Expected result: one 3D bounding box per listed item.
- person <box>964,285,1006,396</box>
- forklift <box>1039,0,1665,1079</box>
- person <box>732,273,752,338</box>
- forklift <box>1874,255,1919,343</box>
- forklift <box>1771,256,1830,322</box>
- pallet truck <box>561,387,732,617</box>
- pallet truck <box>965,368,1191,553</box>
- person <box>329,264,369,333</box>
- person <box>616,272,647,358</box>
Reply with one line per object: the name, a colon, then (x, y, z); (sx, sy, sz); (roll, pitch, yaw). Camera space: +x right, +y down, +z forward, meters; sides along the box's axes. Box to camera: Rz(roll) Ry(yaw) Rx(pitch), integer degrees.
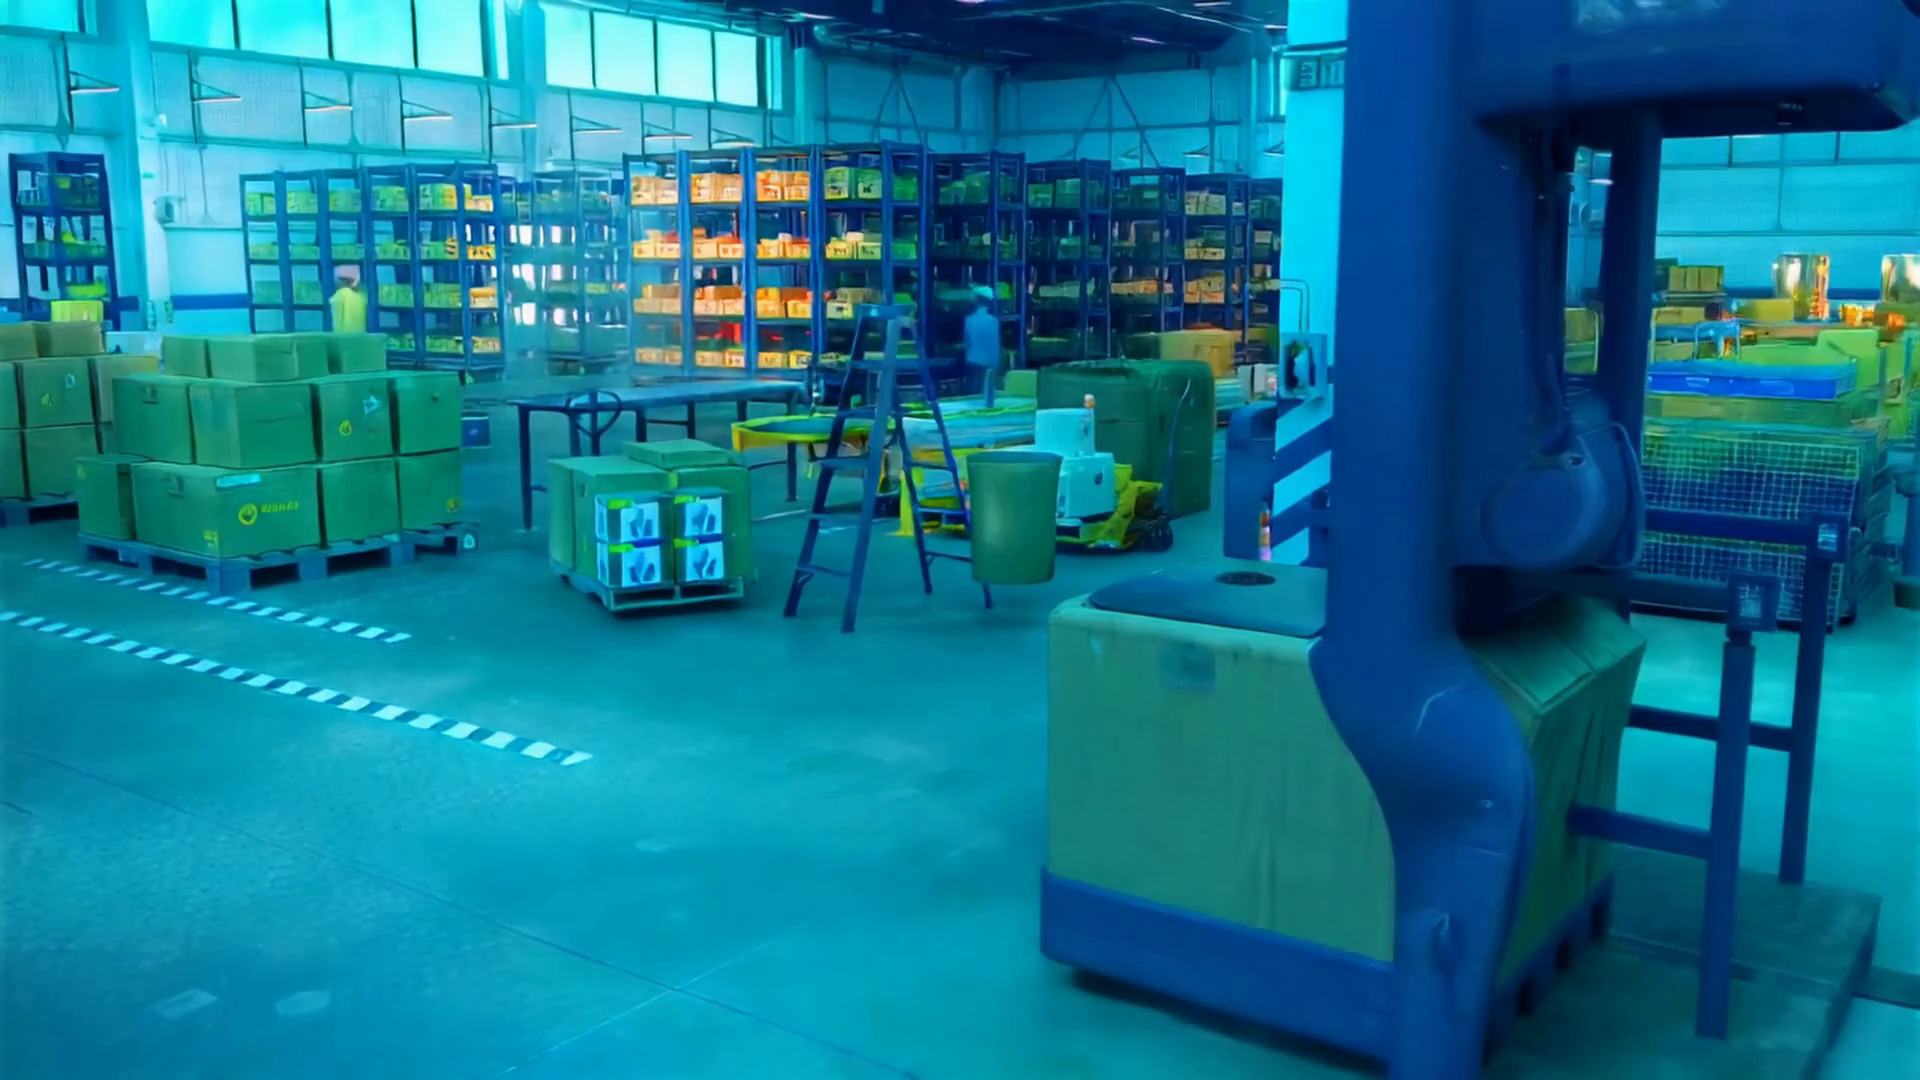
person: (0.288, -1.931, 18.354); (0.554, 1.751, 0.438); (9, 13, 44)
forklift: (1.249, -0.137, 4.360); (1.873, 2.768, 1.129); (7, 12, 35)
person: (-4.149, -4.202, 31.789); (0.596, 1.809, 0.481); (9, 13, 42)
forklift: (22.089, -5.634, 38.796); (1.157, 1.987, 2.680); (6, 11, 33)
forklift: (20.253, -5.854, 40.139); (1.157, 1.987, 2.680); (7, 12, 35)
pallet truck: (-1.981, -0.274, 10.088); (0.680, 1.201, 1.601); (-5, 11, -28)
pallet truck: (0.845, -0.609, 11.869); (1.630, 1.274, 0.653); (7, 12, 35)
person: (-7.716, -2.496, 21.107); (0.616, 1.979, 0.443); (4, 10, 21)
person: (-6.684, -4.576, 34.038); (0.994, 1.797, 0.588); (5, 11, 30)
